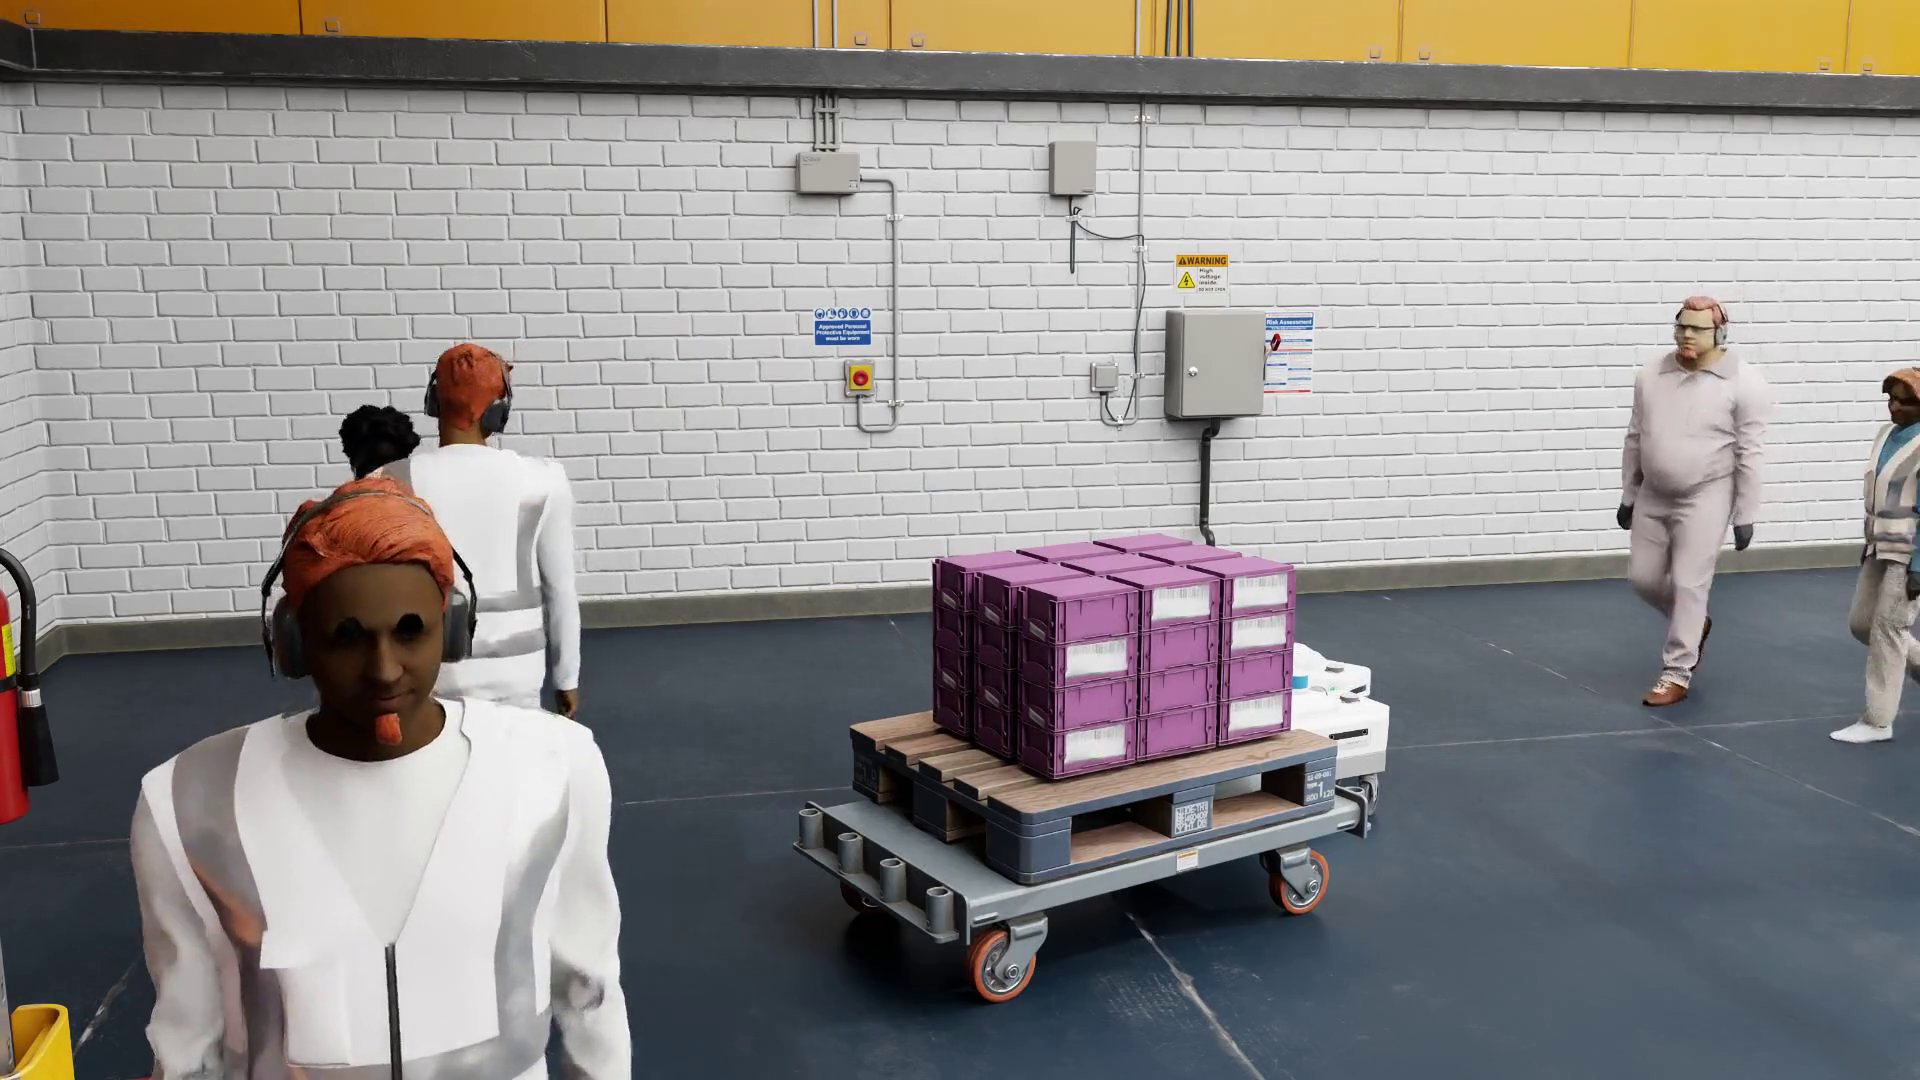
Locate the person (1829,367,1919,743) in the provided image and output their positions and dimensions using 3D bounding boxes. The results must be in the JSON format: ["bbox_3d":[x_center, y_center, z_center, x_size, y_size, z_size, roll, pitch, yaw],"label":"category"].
[{"bbox_3d":[3.992,0.078,6.950,0.482,1.616,0.541,1,10,5],"label":"person"}]

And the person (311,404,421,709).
[{"bbox_3d":[-1.642,0.422,4.903,0.570,1.671,0.430,2,10,9],"label":"person"}]

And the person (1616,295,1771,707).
[{"bbox_3d":[3.402,-0.188,7.713,0.637,1.886,0.671,-7,12,-35],"label":"person"}]

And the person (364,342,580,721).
[{"bbox_3d":[-1.329,0.397,4.550,0.602,1.868,0.831,-4,11,-20],"label":"person"}]

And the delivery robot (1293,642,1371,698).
[{"bbox_3d":[1.307,0.588,6.829,0.707,0.478,0.477,9,14,42],"label":"delivery robot"}]

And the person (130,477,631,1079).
[{"bbox_3d":[-0.731,0.821,2.198,0.577,1.862,0.752,-4,11,-20],"label":"person"}]

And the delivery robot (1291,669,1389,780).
[{"bbox_3d":[1.224,0.717,6.117,0.707,0.478,0.477,-5,11,-26],"label":"delivery robot"}]
